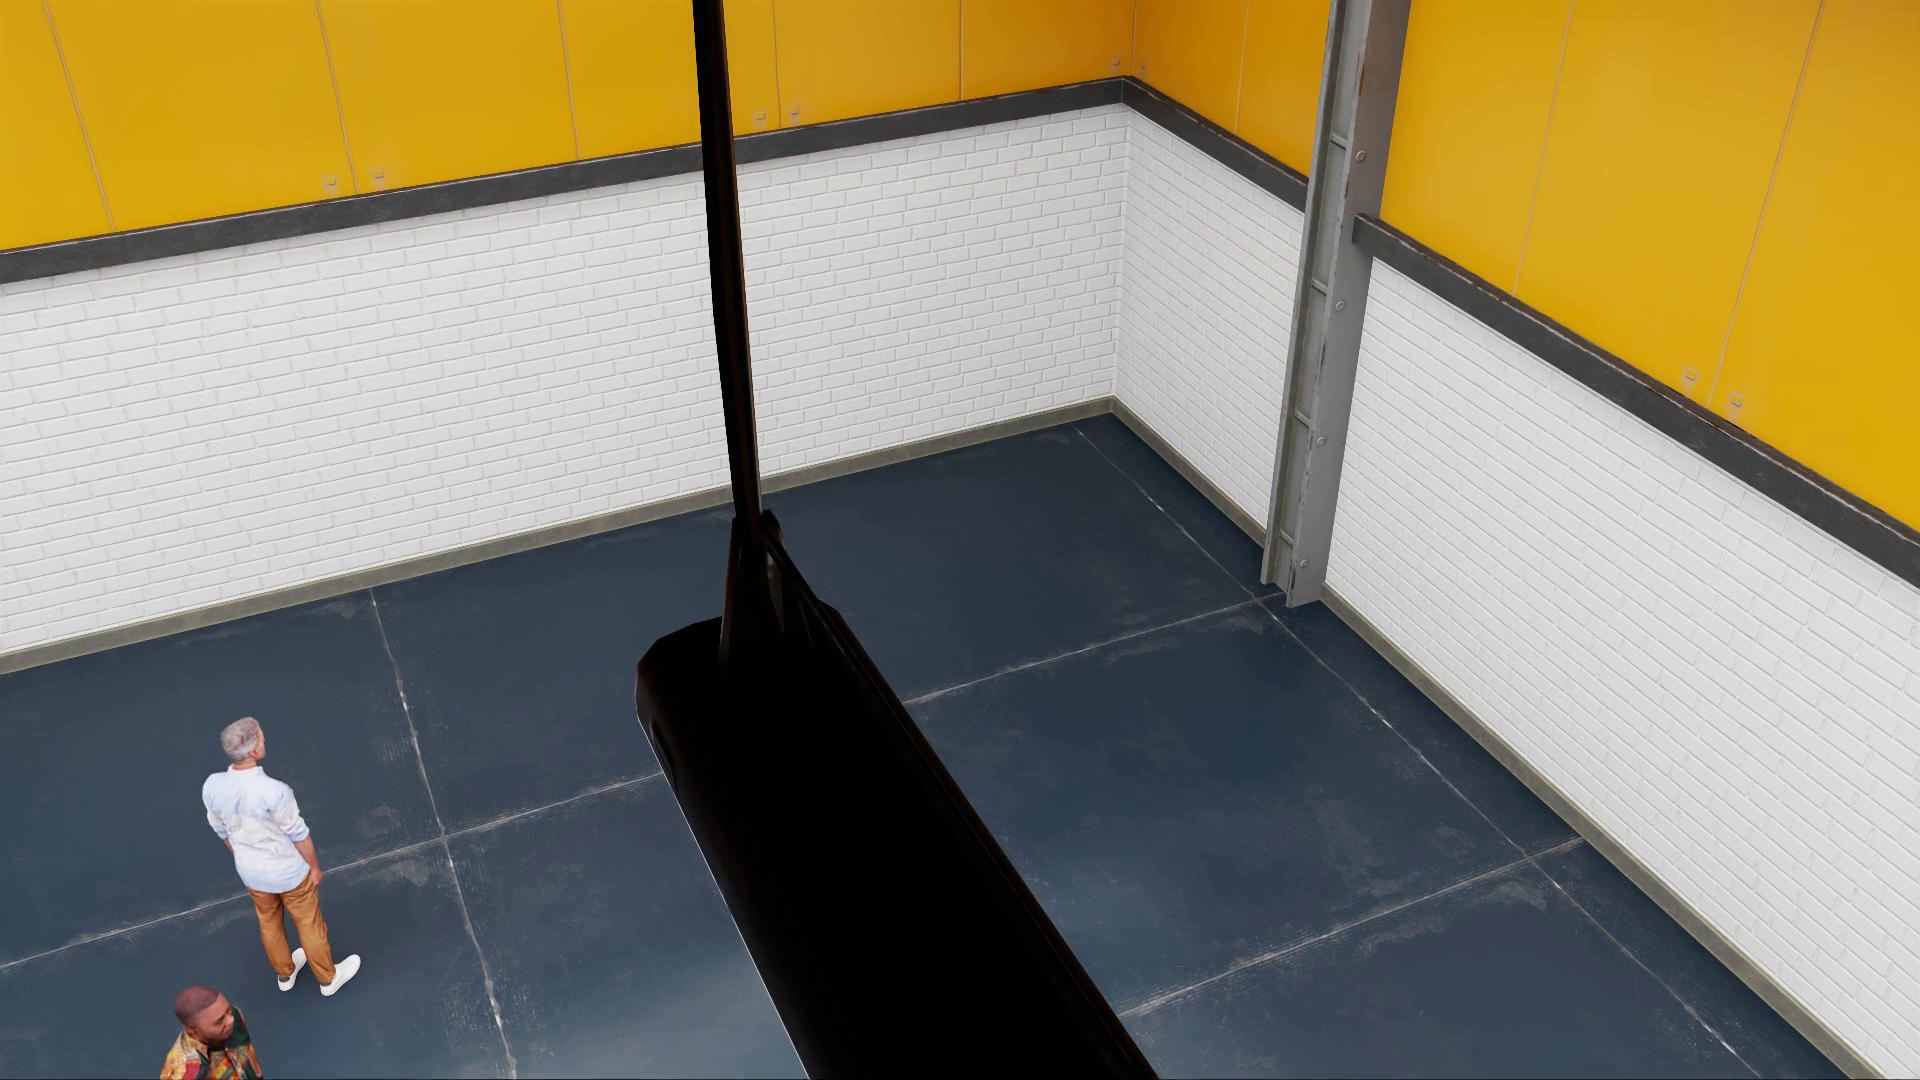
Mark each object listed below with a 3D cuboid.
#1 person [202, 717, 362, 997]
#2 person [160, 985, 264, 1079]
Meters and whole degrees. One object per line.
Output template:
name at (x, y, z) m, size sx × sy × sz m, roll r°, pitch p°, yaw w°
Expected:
person at (-3.667, 1.722, 8.895) m, size 0.769 × 1.822 × 0.791 m, roll 6°, pitch 34°, yaw 10°
person at (-3.366, 2.683, 7.512) m, size 1.188 × 1.753 × 1.207 m, roll 7°, pitch 34°, yaw 10°
